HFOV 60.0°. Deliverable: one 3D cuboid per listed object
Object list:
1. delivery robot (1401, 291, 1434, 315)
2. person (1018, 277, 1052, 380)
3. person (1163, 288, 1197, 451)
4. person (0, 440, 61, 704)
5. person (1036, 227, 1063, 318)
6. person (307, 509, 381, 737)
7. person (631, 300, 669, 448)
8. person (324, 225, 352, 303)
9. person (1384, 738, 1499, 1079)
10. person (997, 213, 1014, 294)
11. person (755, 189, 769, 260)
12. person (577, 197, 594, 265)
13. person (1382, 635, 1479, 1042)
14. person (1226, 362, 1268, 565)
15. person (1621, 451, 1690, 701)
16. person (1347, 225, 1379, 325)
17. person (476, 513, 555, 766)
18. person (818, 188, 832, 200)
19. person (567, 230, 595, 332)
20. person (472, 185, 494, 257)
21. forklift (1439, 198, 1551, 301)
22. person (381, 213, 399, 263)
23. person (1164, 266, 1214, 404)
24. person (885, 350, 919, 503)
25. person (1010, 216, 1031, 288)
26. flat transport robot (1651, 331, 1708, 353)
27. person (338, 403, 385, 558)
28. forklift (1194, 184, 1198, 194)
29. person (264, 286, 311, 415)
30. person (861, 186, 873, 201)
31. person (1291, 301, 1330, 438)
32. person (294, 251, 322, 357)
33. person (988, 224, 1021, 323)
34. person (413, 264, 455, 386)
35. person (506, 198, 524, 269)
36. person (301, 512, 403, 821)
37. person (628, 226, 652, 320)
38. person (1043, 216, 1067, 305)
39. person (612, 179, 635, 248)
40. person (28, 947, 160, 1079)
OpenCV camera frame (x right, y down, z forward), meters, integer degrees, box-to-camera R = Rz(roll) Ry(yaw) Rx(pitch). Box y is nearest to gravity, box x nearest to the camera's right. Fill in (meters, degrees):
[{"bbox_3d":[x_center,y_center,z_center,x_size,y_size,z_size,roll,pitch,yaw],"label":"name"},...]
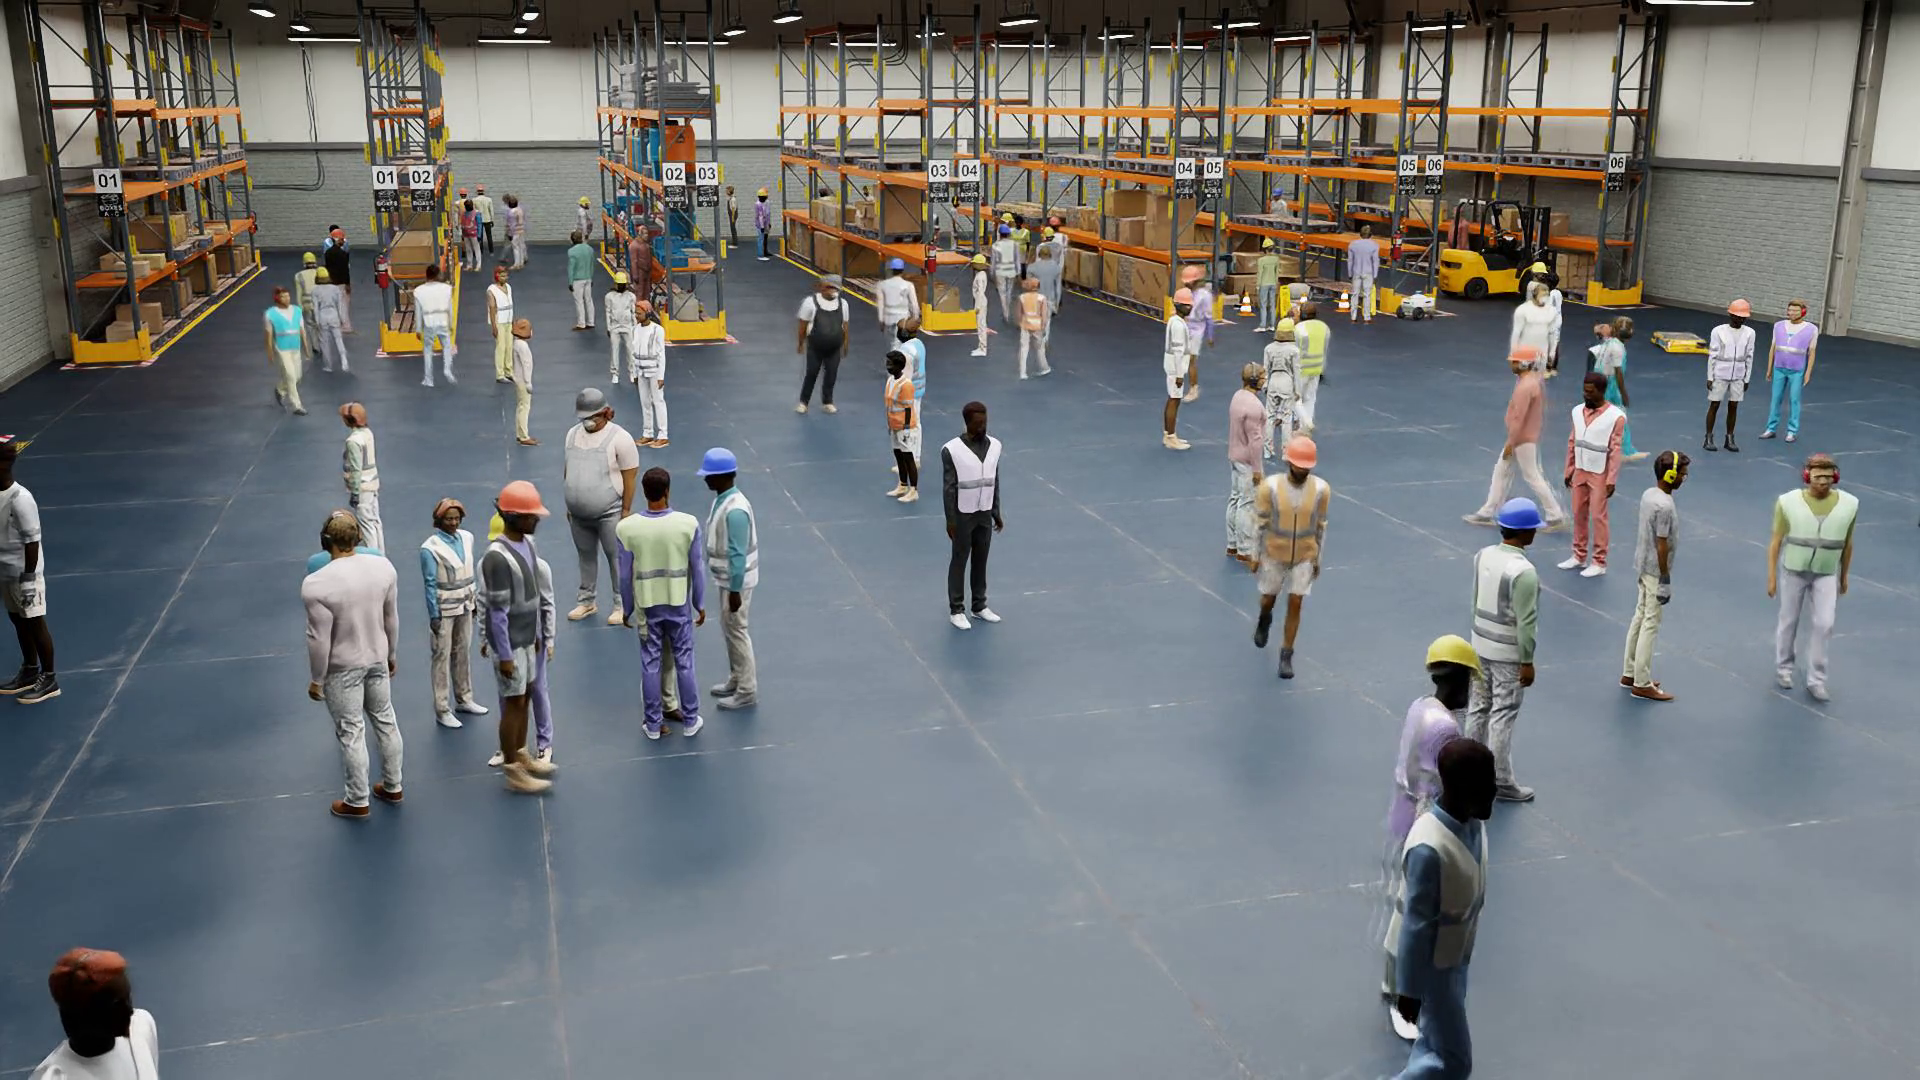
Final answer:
[{"bbox_3d":[9.256,-4.790,33.628,0.707,0.478,0.477,-11,18,-35],"label":"delivery robot"},{"bbox_3d":[1.170,-3.372,26.473,0.537,1.591,0.848,7,16,25],"label":"person"},{"bbox_3d":[2.779,-2.164,21.081,0.395,2.040,0.609,1,15,3],"label":"person"},{"bbox_3d":[-6.954,0.223,12.243,0.606,1.964,0.367,12,19,38],"label":"person"},{"bbox_3d":[1.797,-5.414,33.703,0.590,1.837,0.404,-5,16,-18],"label":"person"},{"bbox_3d":[-4.216,0.586,11.513,0.508,1.632,0.271,-8,17,-27],"label":"person"},{"bbox_3d":[-3.968,-2.113,21.210,0.576,1.879,0.356,11,18,35],"label":"person"},{"bbox_3d":[-13.529,-6.004,36.195,0.562,1.694,0.319,-7,16,-24],"label":"person"},{"bbox_3d":[1.968,1.702,6.779,0.441,1.910,0.612,10,18,33],"label":"person"},{"bbox_3d":[1.045,-6.539,37.971,0.404,1.824,0.586,-4,16,-16],"label":"person"},{"bbox_3d":[-5.456,-8.672,45.782,0.360,1.930,0.587,-2,15,-8],"label":"person"},{"bbox_3d":[-9.922,-8.164,44.053,0.404,1.835,0.588,-4,15,-16],"label":"person"},{"bbox_3d":[2.243,1.414,7.946,0.383,1.878,0.731,3,15,12],"label":"person"},{"bbox_3d":[2.756,-0.738,15.911,0.372,1.940,0.629,-2,15,-8],"label":"person"},{"bbox_3d":[5.165,0.256,12.317,0.329,1.865,0.508,1,15,5],"label":"person"},{"bbox_3d":[7.935,-5.219,32.771,0.629,1.940,0.378,10,18,33],"label":"person"},{"bbox_3d":[-2.932,0.658,10.986,0.530,1.767,0.328,2,15,8],"label":"person"},{"bbox_3d":[-3.889,-9.501,49.140,0.707,1.814,0.655,6,16,23],"label":"person"},{"bbox_3d":[-7.238,-4.945,31.767,0.378,1.929,0.635,10,18,32],"label":"person"},{"bbox_3d":[-13.445,-8.991,46.876,0.608,1.986,0.389,-6,16,-22],"label":"person"},{"bbox_3d":[11.913,-6.508,37.130,2.313,2.155,1.214,-4,15,-15],"label":"forklift"},{"bbox_3d":[-15.275,-8.378,44.625,0.659,1.964,0.542,10,18,32],"label":"person"},{"bbox_3d":[3.331,-2.995,24.295,0.617,1.997,0.855,14,20,42],"label":"person"},{"bbox_3d":[-0.653,-1.257,18.350,0.323,1.688,0.536,-7,16,-25],"label":"person"},{"bbox_3d":[1.379,-6.754,39.011,0.540,1.695,0.317,4,15,14],"label":"person"},{"bbox_3d":[12.812,-3.534,29.625,0.652,0.197,1.431,3,15,11],"label":"flat transport robot"},{"bbox_3d":[-5.561,-0.464,15.468,0.313,1.633,0.532,-1,15,-5],"label":"person"},{"bbox_3d":[7.392,-11.333,53.972,1.873,2.768,1.129,-4,15,-15],"label":"forklift"},{"bbox_3d":[-9.534,-2.690,23.480,0.764,1.821,0.583,9,18,32],"label":"person"},{"bbox_3d":[-2.738,-9.536,49.175,0.519,1.859,0.332,13,20,40],"label":"person"},{"bbox_3d":[4.493,-2.182,21.558,0.631,1.828,0.468,-8,17,-28],"label":"person"},{"bbox_3d":[-11.108,-4.054,28.641,0.595,1.804,0.839,-6,16,-21],"label":"person"},{"bbox_3d":[0.853,-5.329,33.212,0.626,1.910,0.890,-5,16,-17],"label":"person"},{"bbox_3d":[-8.092,-3.299,25.631,0.626,1.892,0.629,-8,17,-27],"label":"person"},{"bbox_3d":[-11.605,-7.985,43.368,0.429,1.844,0.626,2,15,7],"label":"person"},{"bbox_3d":[-3.726,0.771,10.230,0.372,1.940,0.627,10,18,34],"label":"person"},{"bbox_3d":[-6.319,-5.293,33.143,0.401,1.897,0.648,5,16,17],"label":"person"},{"bbox_3d":[2.046,-5.963,35.651,0.546,1.911,0.832,-3,15,-13],"label":"person"},{"bbox_3d":[-10.003,-9.735,49.571,0.684,2.000,0.536,-3,15,-11],"label":"person"},{"bbox_3d":[-2.629,2.137,5.196,0.340,1.882,0.582,1,15,5],"label":"person"}]
